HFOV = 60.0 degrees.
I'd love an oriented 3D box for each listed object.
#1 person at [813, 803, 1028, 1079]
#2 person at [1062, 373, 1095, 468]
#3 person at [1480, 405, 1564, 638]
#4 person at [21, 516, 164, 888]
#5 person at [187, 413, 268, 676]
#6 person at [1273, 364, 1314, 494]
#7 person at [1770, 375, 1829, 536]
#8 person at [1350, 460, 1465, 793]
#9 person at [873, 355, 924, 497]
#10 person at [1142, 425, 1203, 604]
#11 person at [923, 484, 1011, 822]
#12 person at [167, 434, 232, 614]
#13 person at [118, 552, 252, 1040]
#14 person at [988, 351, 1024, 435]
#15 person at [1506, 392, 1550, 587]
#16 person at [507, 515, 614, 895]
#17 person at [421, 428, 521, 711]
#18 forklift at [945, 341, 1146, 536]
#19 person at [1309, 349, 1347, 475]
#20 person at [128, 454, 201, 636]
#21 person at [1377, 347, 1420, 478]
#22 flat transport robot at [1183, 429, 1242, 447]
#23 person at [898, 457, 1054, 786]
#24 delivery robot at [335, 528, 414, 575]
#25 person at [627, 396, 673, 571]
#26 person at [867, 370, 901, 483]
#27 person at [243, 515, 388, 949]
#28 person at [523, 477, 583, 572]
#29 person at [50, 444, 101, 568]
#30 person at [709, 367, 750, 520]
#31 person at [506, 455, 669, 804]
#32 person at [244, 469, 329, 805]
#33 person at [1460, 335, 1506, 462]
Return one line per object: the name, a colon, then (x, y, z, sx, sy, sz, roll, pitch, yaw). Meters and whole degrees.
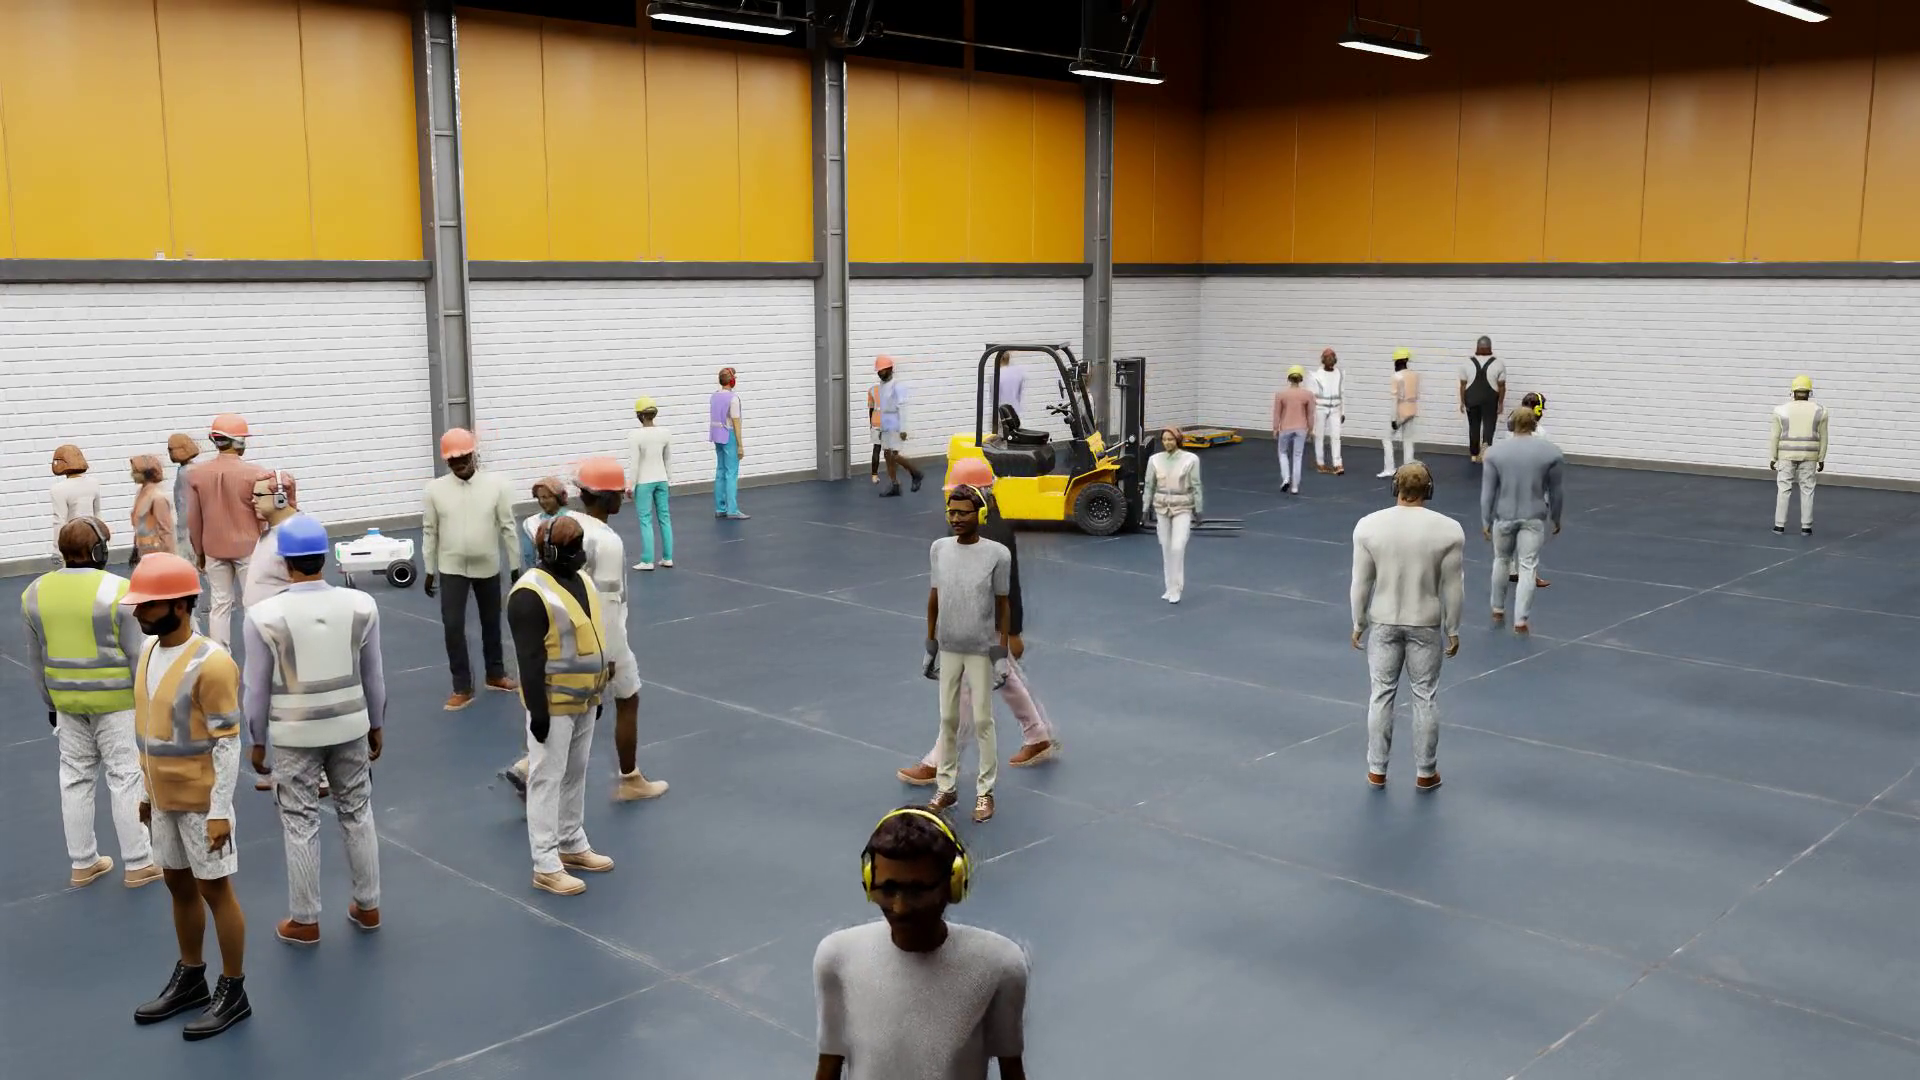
person: (-0.109, 1.496, 3.833, 0.516, 1.852, 0.413, 2, 9, 12)
person: (1.552, -1.273, 20.989, 0.957, 1.801, 0.525, -2, 9, -12)
person: (4.712, -0.178, 13.967, 0.656, 1.898, 0.958, 3, 10, 20)
person: (-4.211, 0.795, 8.156, 0.627, 1.845, 0.429, 1, 9, 7)
person: (-5.287, 0.069, 12.147, 0.618, 1.990, 0.394, 0, 9, 1)
person: (4.502, -1.495, 22.464, 0.550, 1.750, 0.392, 1, 9, 6)
person: (9.546, -0.961, 18.950, 0.590, 1.835, 0.404, 4, 10, 22)
person: (2.590, 0.502, 9.661, 0.635, 1.937, 0.355, 3, 10, 18)
person: (-0.865, -1.523, 22.190, 0.619, 1.901, 0.559, -6, 11, -32)
person: (1.897, -0.229, 15.100, 0.550, 1.615, 0.606, 5, 11, 29)
person: (0.034, 0.619, 9.162, 0.521, 1.869, 0.328, 4, 10, 22)
person: (-6.784, -0.130, 14.553, 0.704, 1.601, 0.522, -4, 10, -23)
person: (-3.078, 1.003, 6.584, 0.542, 1.939, 0.361, 6, 11, 31)
person: (0.688, -1.841, 24.156, 0.634, 1.906, 0.986, -6, 11, -31)
person: (5.433, -0.481, 15.916, 0.326, 1.865, 0.519, -5, 10, -27)
person: (-1.940, 0.791, 8.185, 0.430, 1.845, 0.619, 3, 10, 16)
person: (-3.406, 0.181, 11.641, 0.663, 1.957, 0.625, -3, 10, -18)
forklift: (0.977, -1.223, 19.452, 2.313, 2.155, 1.214, 2, 9, 11)
person: (5.436, -1.869, 24.482, 0.597, 1.839, 0.936, -1, 9, -5)
person: (-6.275, 0.128, 12.989, 0.565, 1.635, 0.526, -7, 12, -37)
person: (6.312, -1.815, 23.962, 0.598, 1.907, 0.633, -6, 11, -31)
flat transport robot: (4.217, -1.759, 28.624, 0.652, 0.197, 1.431, 7, 12, 37)
person: (0.137, 0.462, 9.924, 1.067, 1.936, 0.603, -4, 10, -23)
delivery robot: (-5.600, 0.126, 15.908, 0.707, 0.478, 0.477, -3, 10, -19)
person: (-3.139, -0.572, 16.777, 0.329, 1.765, 0.533, 9, 13, 43)
person: (-1.052, -1.629, 23.493, 0.532, 1.691, 0.321, 3, 10, 17)
person: (-2.899, 0.852, 7.511, 0.611, 1.941, 0.414, -7, 12, -38)
person: (-2.796, 0.345, 11.671, 0.509, 1.604, 0.808, 0, 9, 0)
person: (-7.106, 0.046, 13.388, 0.279, 1.633, 0.501, 2, 9, 11)
person: (-2.822, -1.164, 20.147, 0.377, 1.846, 0.570, -8, 12, -39)
person: (-2.088, 0.532, 9.235, 0.873, 2.020, 0.609, -8, 12, -41)
person: (-3.854, 0.546, 9.491, 0.408, 1.908, 0.644, -7, 12, -36)
person: (8.147, -2.207, 25.957, 0.692, 2.000, 0.766, 4, 10, 24)
